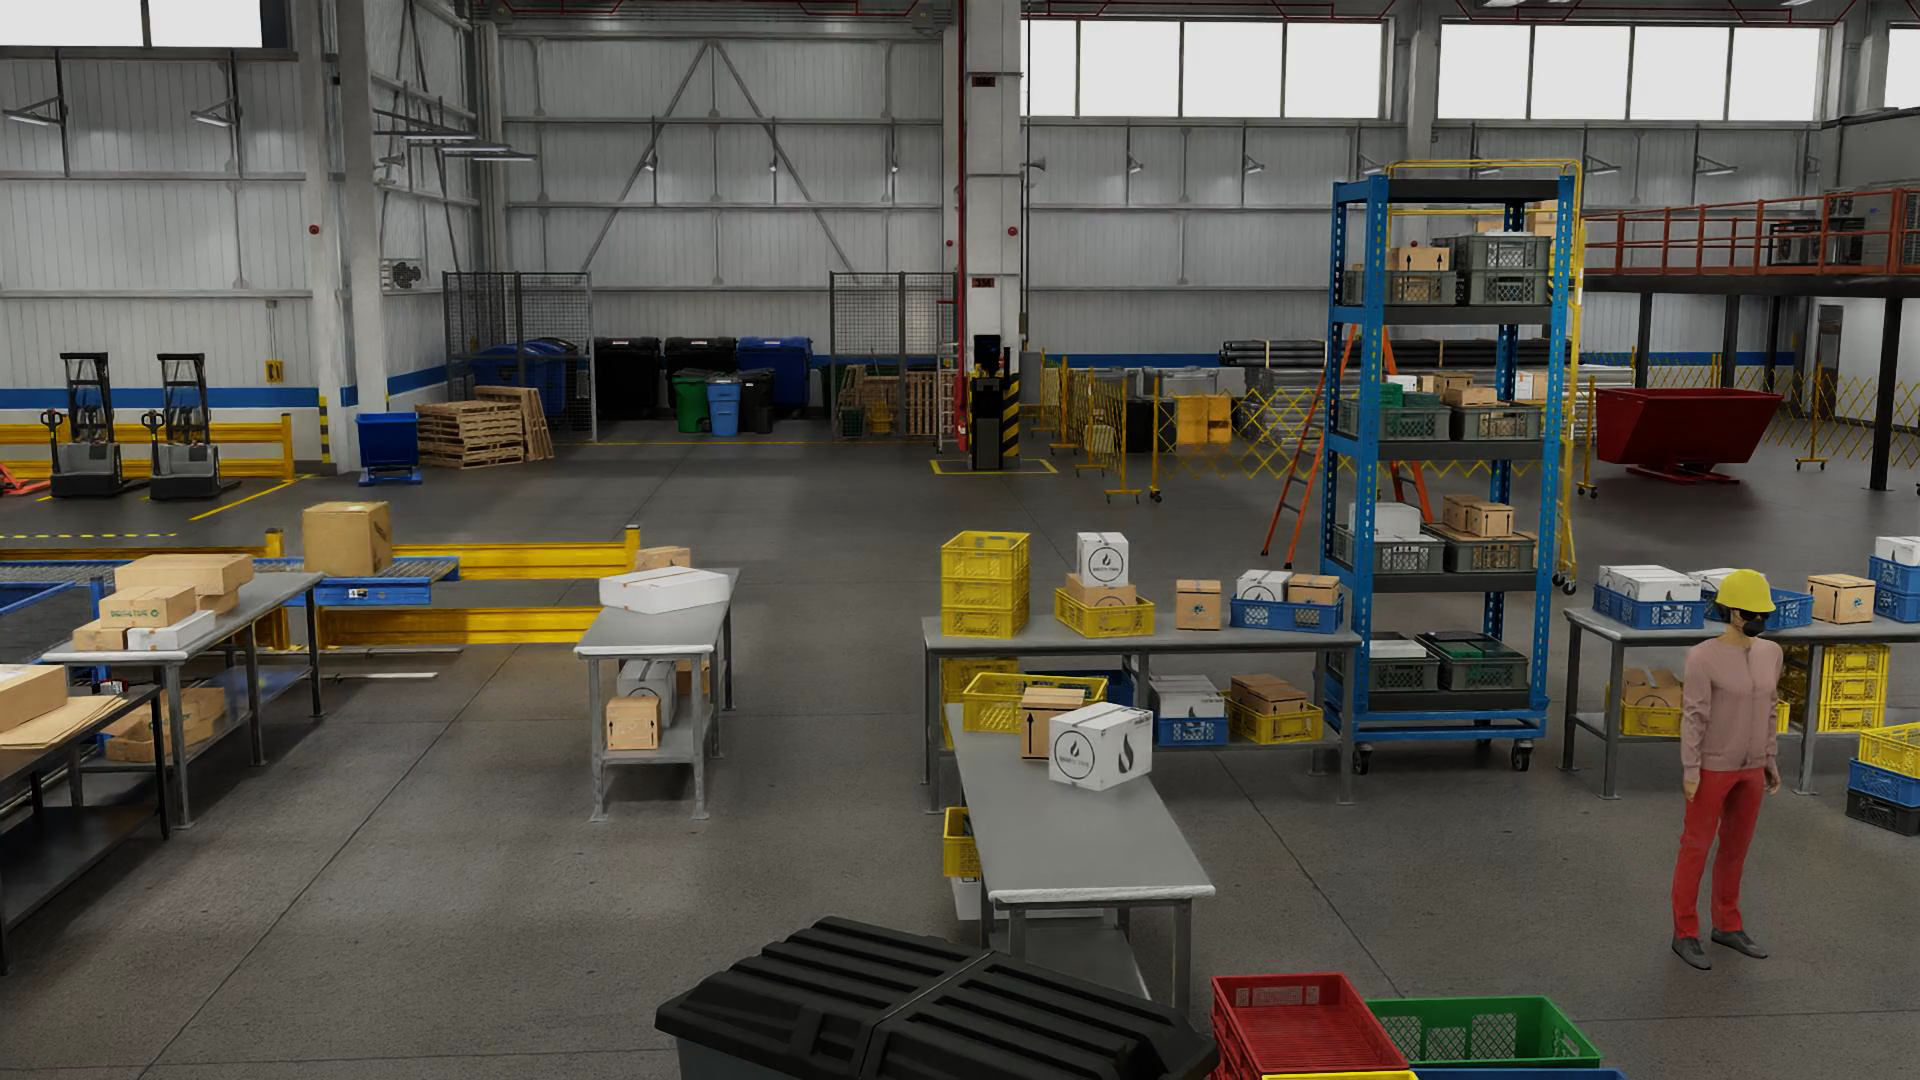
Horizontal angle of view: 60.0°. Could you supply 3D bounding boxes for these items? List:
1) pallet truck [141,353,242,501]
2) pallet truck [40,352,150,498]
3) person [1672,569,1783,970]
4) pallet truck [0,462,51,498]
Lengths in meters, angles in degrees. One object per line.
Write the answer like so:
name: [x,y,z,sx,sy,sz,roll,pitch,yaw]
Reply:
pallet truck: [-10.520,-1.604,22.925,0.823,1.965,1.885,-1,9,-6]
pallet truck: [-11.907,-1.642,23.165,0.823,1.965,1.885,0,9,0]
person: [3.392,0.997,7.316,0.532,1.768,0.311,-3,10,-21]
pallet truck: [-13.193,-1.293,23.148,0.653,1.274,1.630,-1,9,-4]
